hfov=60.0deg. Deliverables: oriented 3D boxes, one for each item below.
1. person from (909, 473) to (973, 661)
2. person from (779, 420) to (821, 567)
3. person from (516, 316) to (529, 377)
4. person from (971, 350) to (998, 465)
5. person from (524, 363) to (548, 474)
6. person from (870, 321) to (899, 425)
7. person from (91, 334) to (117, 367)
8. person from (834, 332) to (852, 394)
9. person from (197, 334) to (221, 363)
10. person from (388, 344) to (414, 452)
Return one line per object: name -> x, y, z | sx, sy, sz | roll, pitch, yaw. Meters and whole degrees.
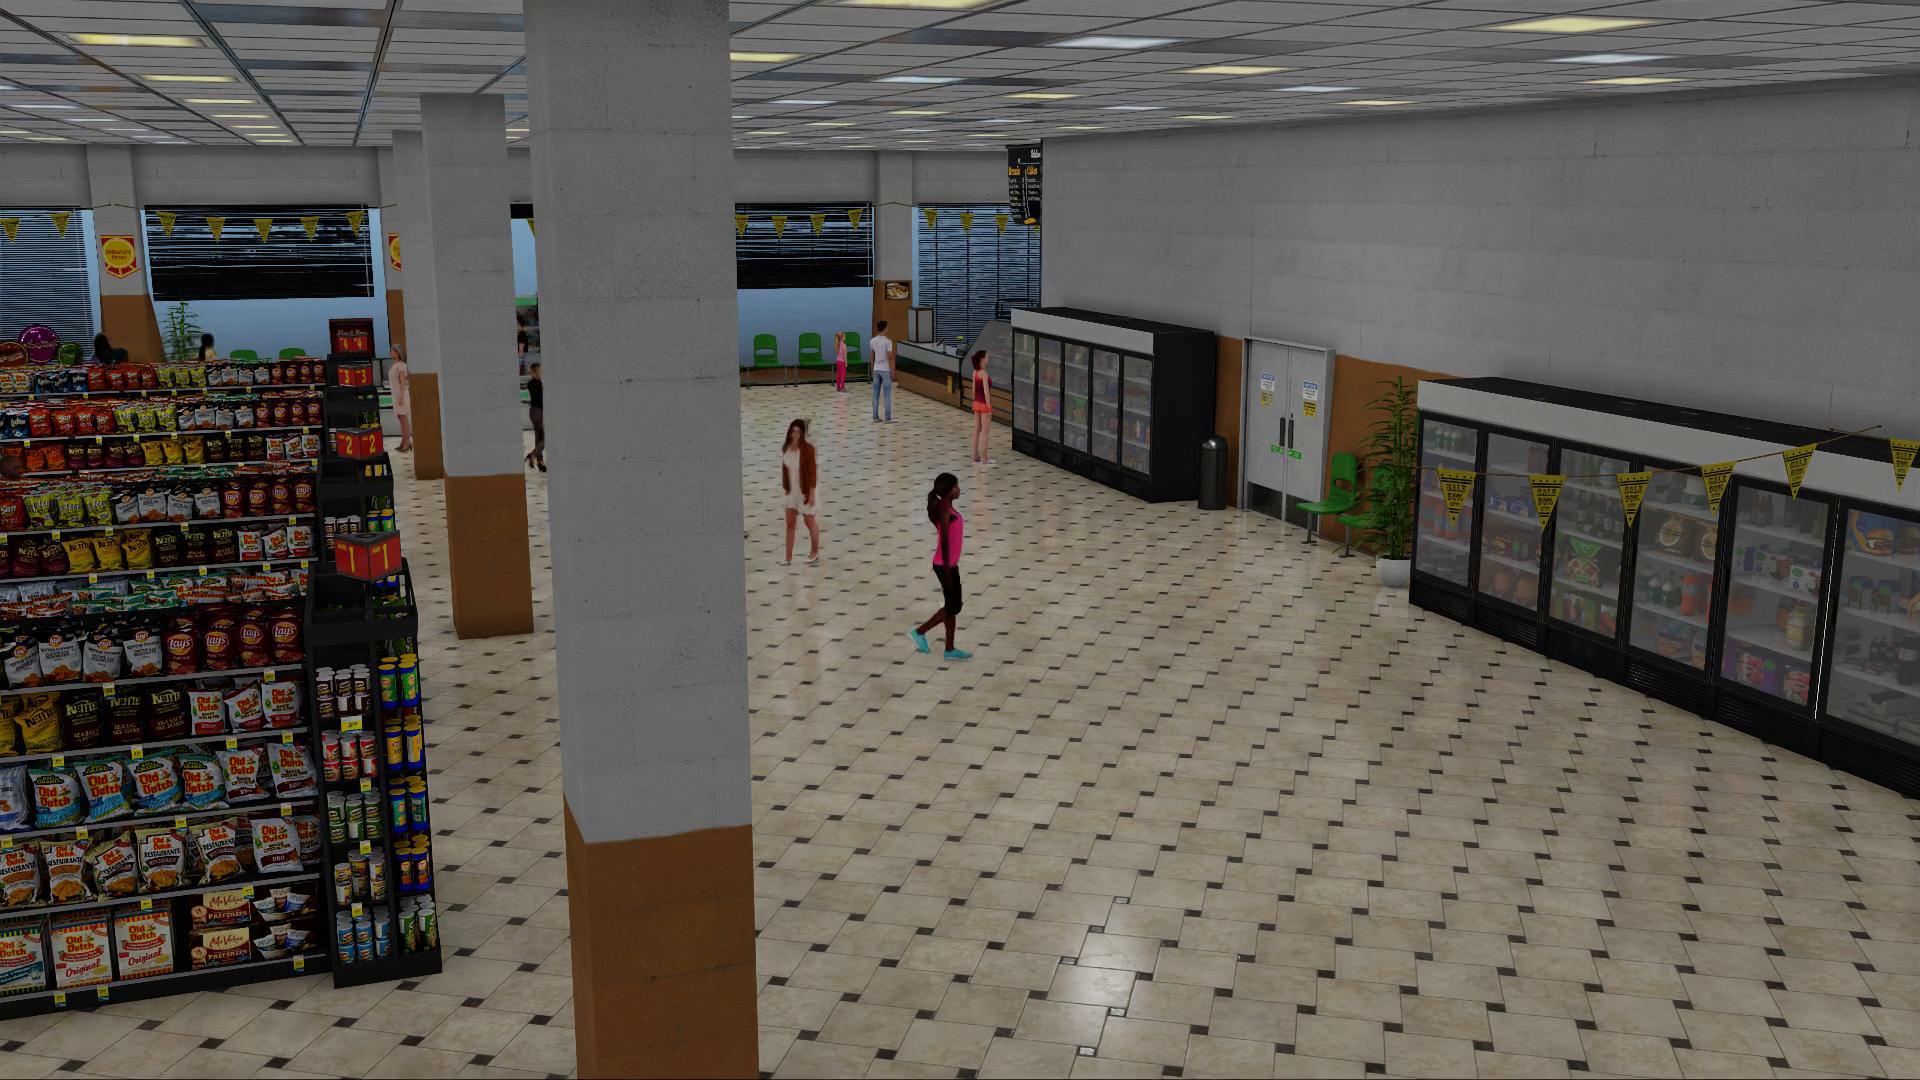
person -> -0.197, 0.250, 14.855 | 0.879, 1.714, 0.746 | 1, 12, 4
person -> -1.761, -0.539, 18.709 | 0.991, 1.671, 1.038 | 6, 13, 28
person -> -8.173, -3.292, 31.397 | 1.195, 1.830, 0.732 | -5, 13, -24
person -> 0.342, -2.070, 25.779 | 0.618, 1.754, 0.611 | -7, 14, -31
person -> -6.313, -1.785, 24.682 | 0.765, 1.648, 0.835 | 10, 16, 40
person -> -1.411, -3.051, 30.201 | 0.722, 1.851, 0.744 | 8, 14, 33
person -> -14.918, -2.741, 29.152 | 1.070, 1.677, 0.882 | -9, 15, -37
person -> -2.484, -3.734, 34.851 | 0.555, 1.271, 0.540 | -8, 14, -34
person -> -12.740, -2.571, 28.146 | 1.030, 1.758, 1.029 | 4, 12, 18
person -> -9.073, -2.315, 26.982 | 0.601, 1.736, 0.636 | -7, 14, -30
